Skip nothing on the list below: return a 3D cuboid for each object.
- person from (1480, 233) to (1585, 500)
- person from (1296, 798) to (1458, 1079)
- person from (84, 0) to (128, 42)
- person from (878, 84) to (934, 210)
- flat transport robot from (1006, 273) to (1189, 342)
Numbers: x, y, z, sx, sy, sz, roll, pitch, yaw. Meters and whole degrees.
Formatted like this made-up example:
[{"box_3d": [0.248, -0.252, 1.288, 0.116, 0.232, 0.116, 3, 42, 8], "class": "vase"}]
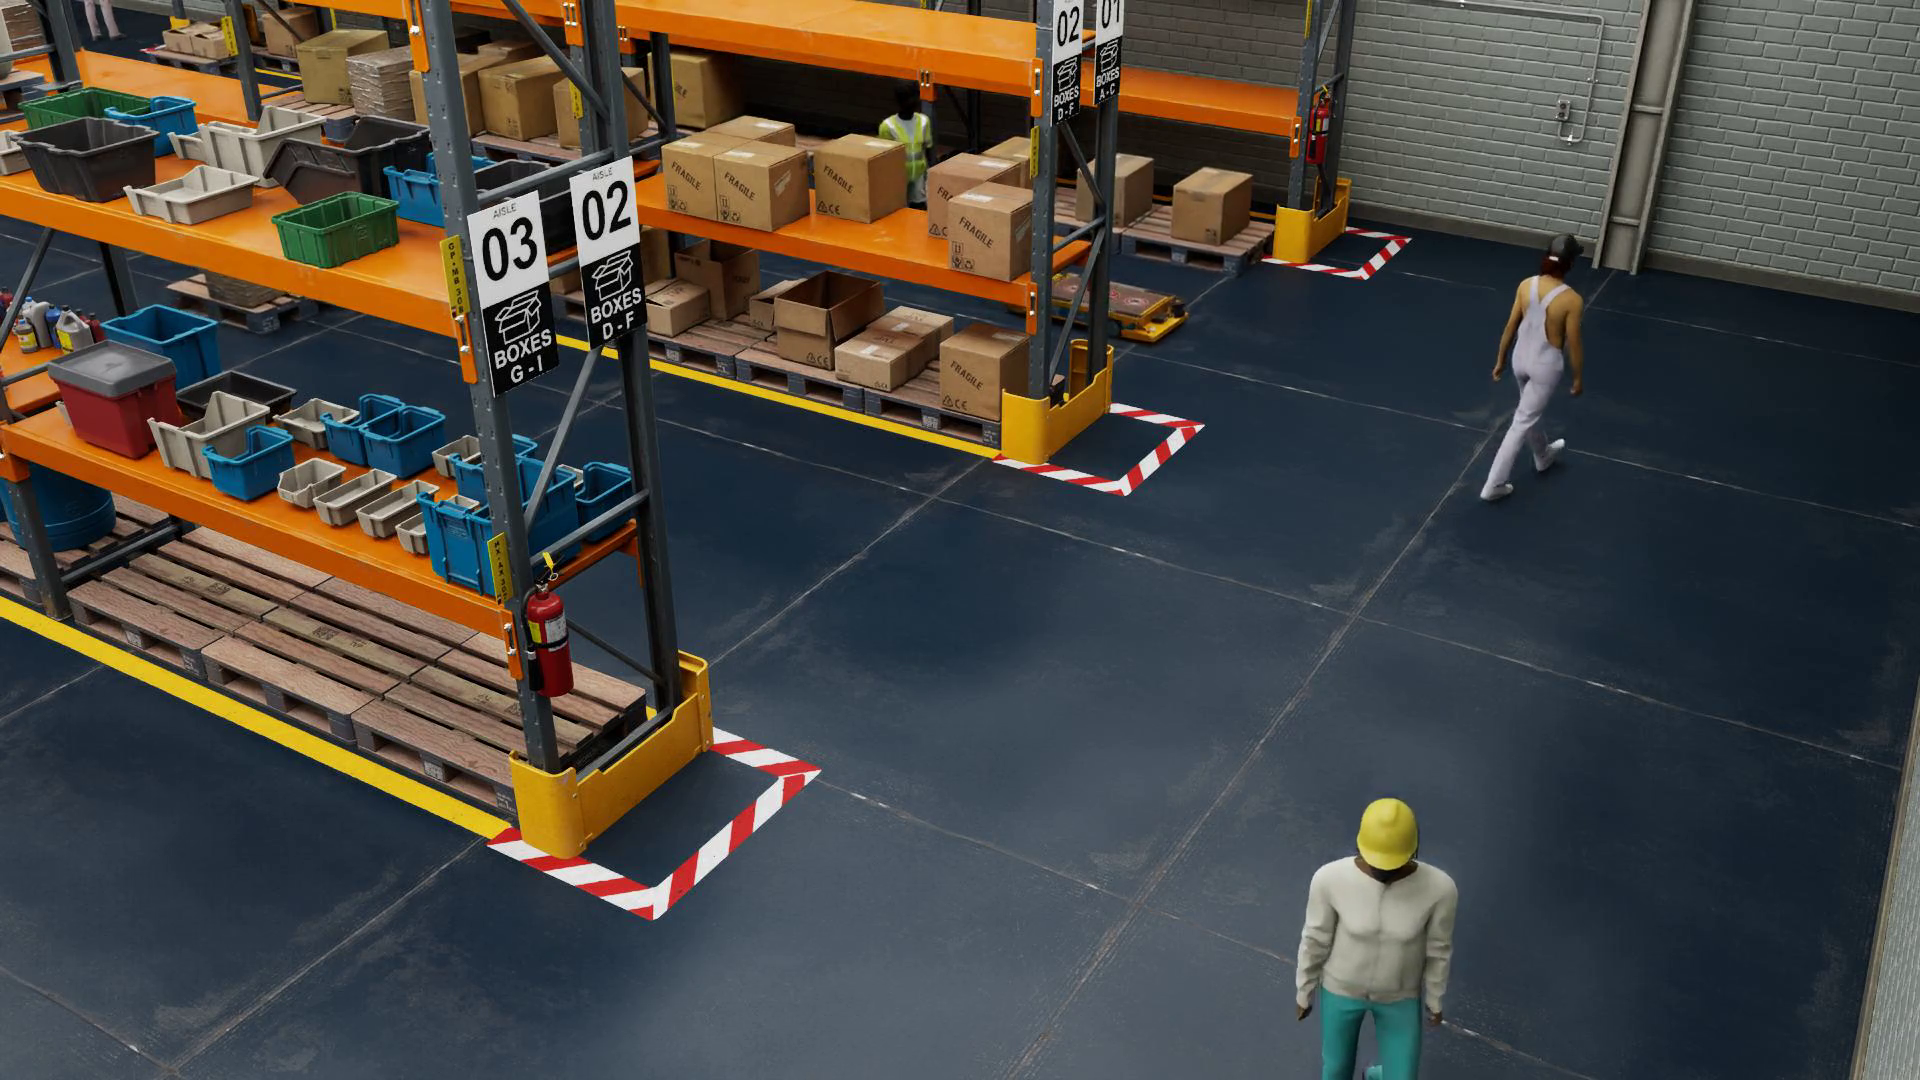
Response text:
[{"box_3d": [3.924, -1.184, 11.165, 0.994, 1.806, 0.541, -20, 35, -31], "class": "person"}, {"box_3d": [1.505, 1.661, 6.118, 0.551, 1.752, 0.390, 5, 30, 10], "class": "person"}, {"box_3d": [-12.124, -7.899, 23.191, 0.568, 1.840, 0.372, 3, 29, 6], "class": "person"}, {"box_3d": [-0.483, -3.300, 15.108, 0.568, 1.676, 0.369, -18, 34, -29], "class": "person"}, {"box_3d": [1.175, -2.006, 14.233, 1.431, 0.231, 0.659, 17, 34, 28], "class": "flat transport robot"}]
